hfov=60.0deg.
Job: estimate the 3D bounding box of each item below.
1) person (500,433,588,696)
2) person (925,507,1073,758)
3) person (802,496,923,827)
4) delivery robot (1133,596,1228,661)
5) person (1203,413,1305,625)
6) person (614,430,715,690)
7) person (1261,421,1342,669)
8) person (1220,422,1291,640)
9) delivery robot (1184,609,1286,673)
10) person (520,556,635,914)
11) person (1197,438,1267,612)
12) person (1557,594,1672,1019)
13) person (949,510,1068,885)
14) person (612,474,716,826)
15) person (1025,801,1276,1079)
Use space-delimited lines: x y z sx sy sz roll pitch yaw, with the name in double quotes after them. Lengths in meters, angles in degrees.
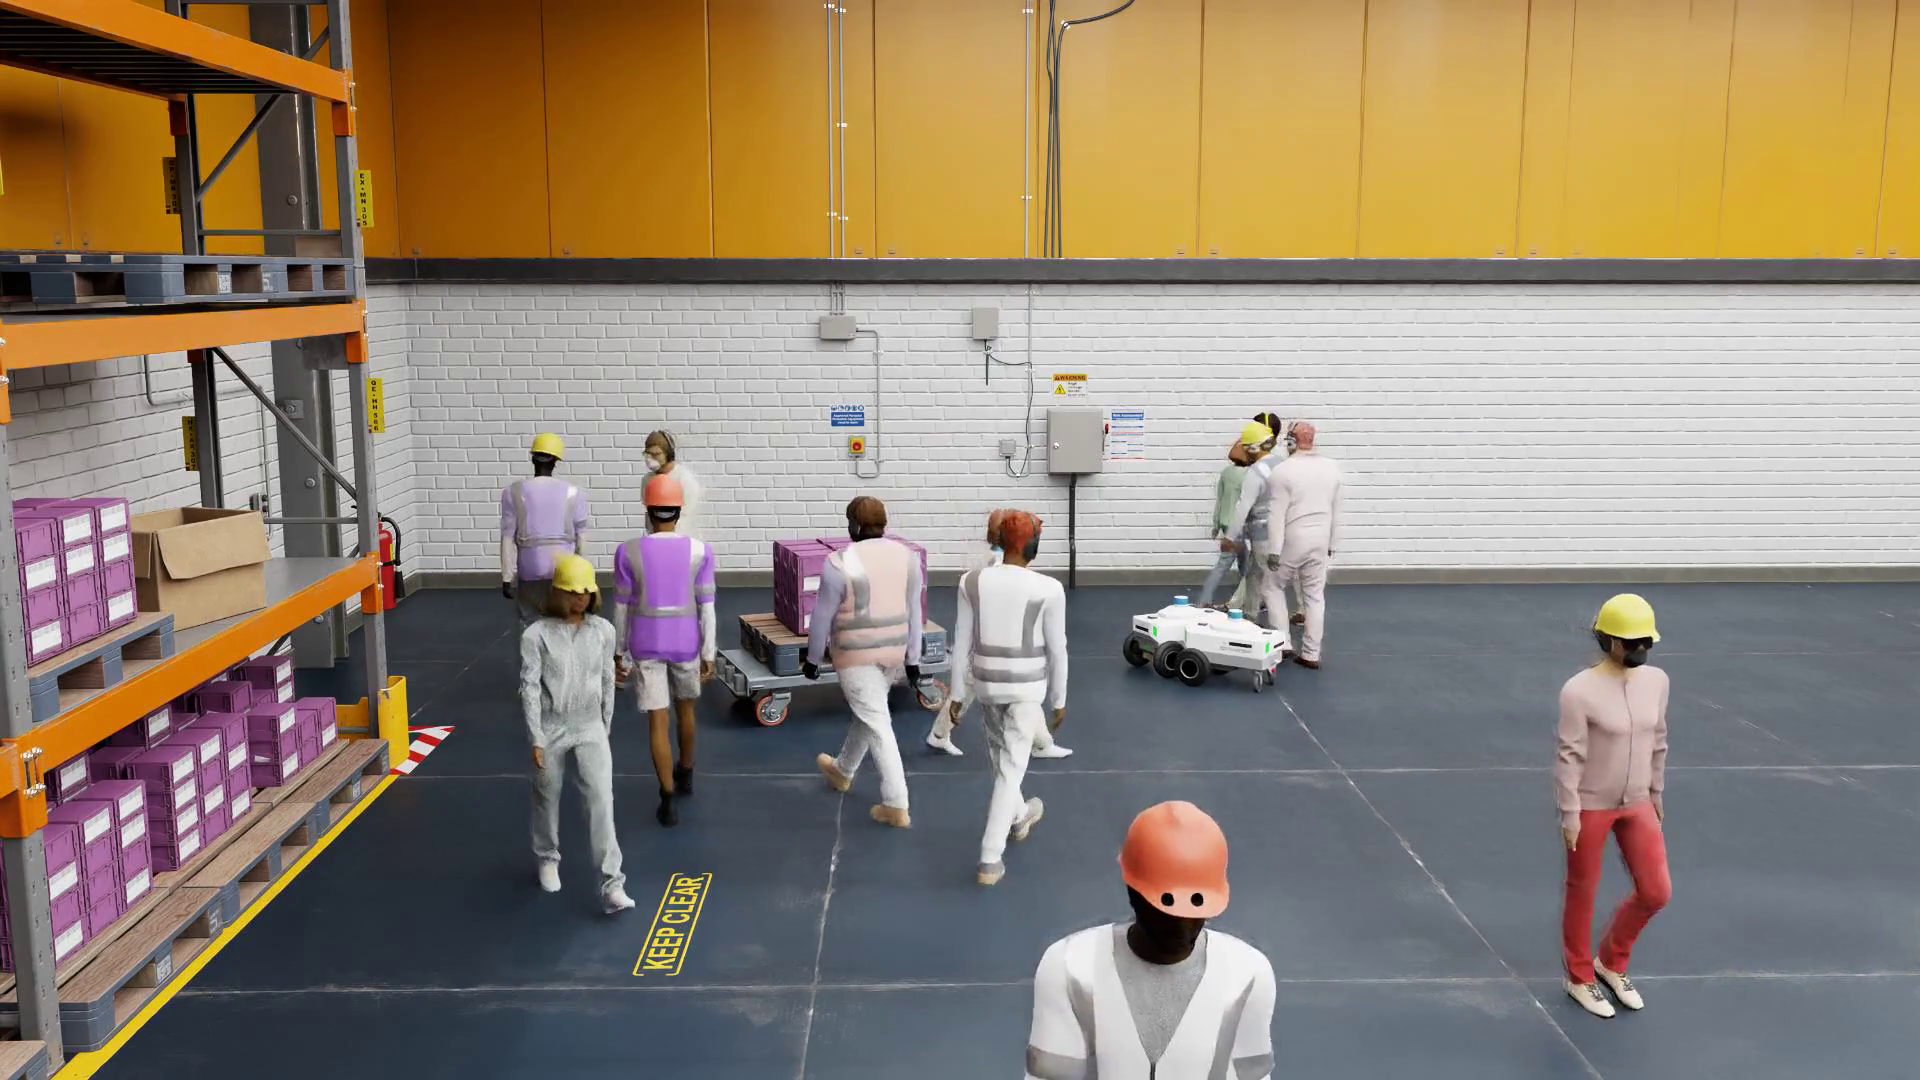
-2.927 0.195 11.699 0.611 1.887 0.595 -3 10 -20 "person"
0.207 0.580 10.267 0.898 1.590 0.506 -1 9 -7 "person"
-0.554 0.643 9.296 0.626 1.782 1.004 -8 12 -42 "person"
1.675 0.666 12.598 0.707 0.478 0.477 -5 10 -26 "delivery robot"
2.590 -0.170 14.151 0.978 1.811 0.524 2 10 14 "person"
-2.166 0.163 11.902 0.629 1.879 1.031 7 12 38 "person"
2.573 0.030 12.701 0.685 1.883 0.589 -4 10 -24 "person"
2.440 -0.062 13.542 0.645 1.795 0.621 5 11 30 "person"
2.000 0.747 12.098 0.707 0.478 0.477 6 11 34 "delivery robot"
-1.829 0.917 7.872 0.500 1.688 0.934 -5 11 -30 "person"
2.406 -0.104 14.463 0.836 1.576 0.497 -3 10 -18 "person"
2.637 1.075 6.691 0.554 1.748 0.406 -3 10 -16 "person"
0.275 0.753 8.457 0.588 1.829 1.006 4 10 22 "person"
-1.669 0.576 9.331 0.552 1.898 0.916 -3 10 -18 "person"
0.409 1.501 3.679 0.559 1.880 0.998 1 9 8 "person"
